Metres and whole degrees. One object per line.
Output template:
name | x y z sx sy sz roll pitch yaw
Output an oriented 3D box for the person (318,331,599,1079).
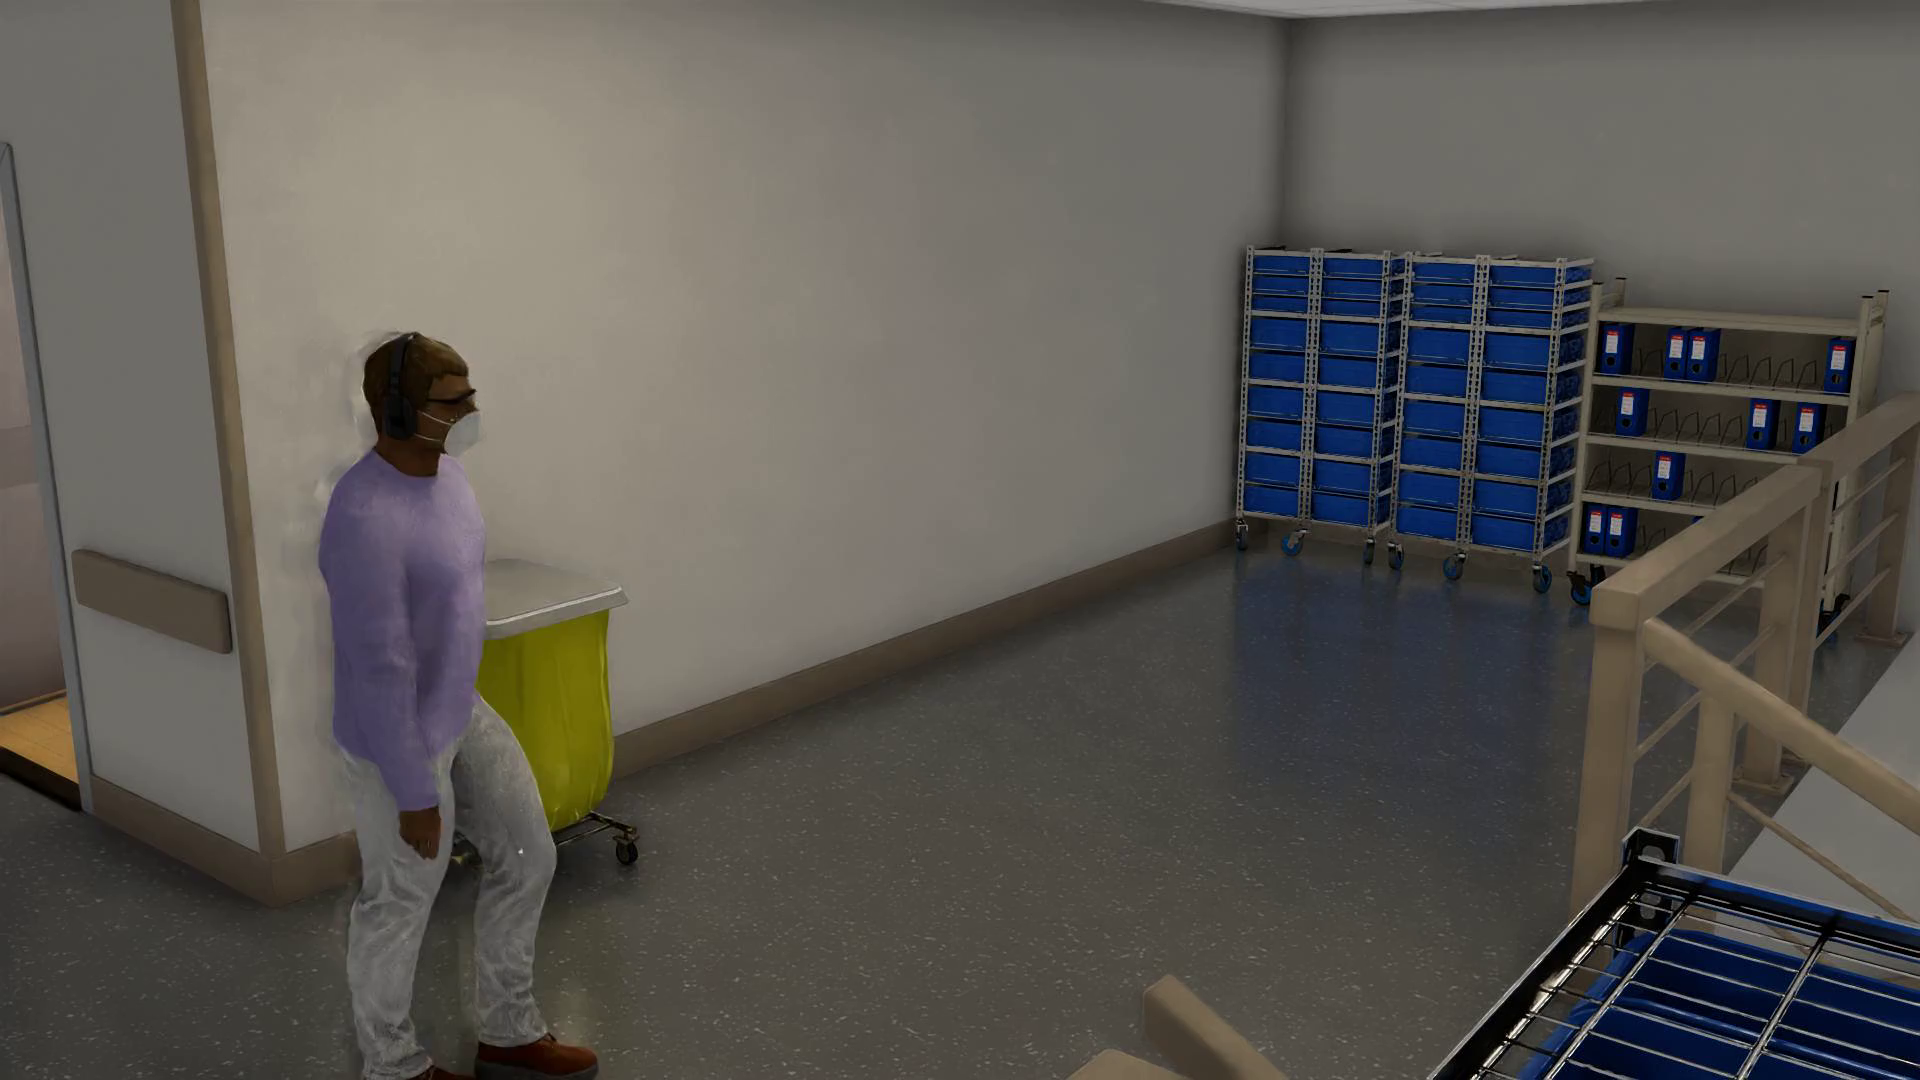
person | -1.157 0.475 3.888 0.709 1.916 0.662 1 13 3
